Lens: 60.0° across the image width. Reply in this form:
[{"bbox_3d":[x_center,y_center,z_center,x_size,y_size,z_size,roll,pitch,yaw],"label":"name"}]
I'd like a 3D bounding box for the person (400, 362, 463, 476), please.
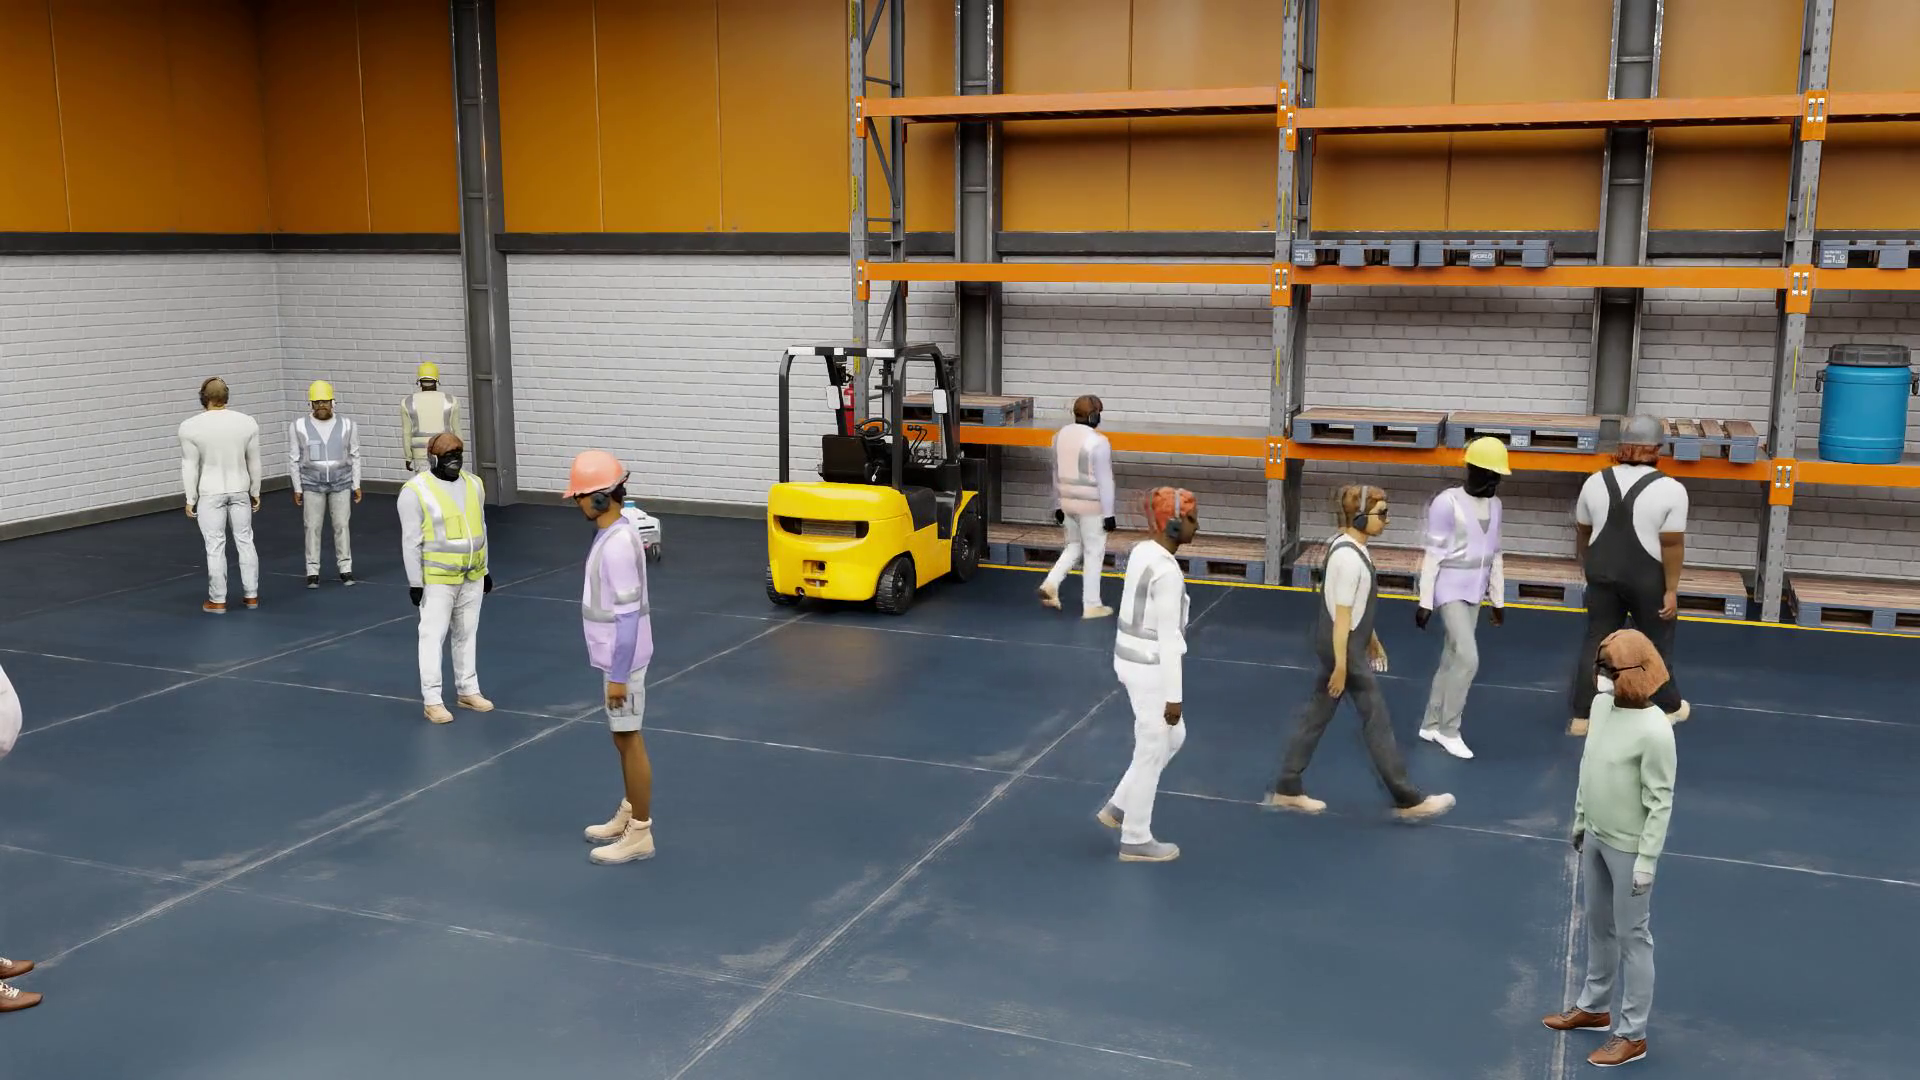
[{"bbox_3d":[-5.320,-0.881,16.806,0.590,1.833,0.404,-3,11,-18],"label":"person"}]

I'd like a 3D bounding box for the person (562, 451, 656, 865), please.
[{"bbox_3d":[-1.708,0.575,8.148,0.404,2.031,0.608,-2,10,-13],"label":"person"}]

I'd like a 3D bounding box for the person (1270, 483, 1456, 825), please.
[{"bbox_3d":[2.098,0.595,8.677,0.959,1.792,0.539,1,10,8],"label":"person"}]

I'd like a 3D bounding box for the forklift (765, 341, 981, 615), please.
[{"bbox_3d":[-0.739,-0.602,14.246,1.214,2.155,2.313,4,11,21],"label":"forklift"}]

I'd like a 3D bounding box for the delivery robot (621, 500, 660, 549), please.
[{"bbox_3d":[-3.165,-0.136,15.958,0.477,0.478,0.707,-7,13,-35],"label":"delivery robot"}]

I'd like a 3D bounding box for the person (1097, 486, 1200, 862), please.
[{"bbox_3d":[0.956,0.661,8.129,0.423,1.863,0.610,-1,10,-6],"label":"person"}]

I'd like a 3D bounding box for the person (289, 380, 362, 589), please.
[{"bbox_3d":[-5.573,-0.493,14.643,0.591,1.834,0.404,-5,11,-25],"label":"person"}]

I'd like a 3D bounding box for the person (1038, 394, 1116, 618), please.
[{"bbox_3d":[0.972,-0.258,13.355,0.539,1.826,0.634,-7,12,-35],"label":"person"}]

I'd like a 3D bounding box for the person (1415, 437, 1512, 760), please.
[{"bbox_3d":[3.016,0.338,9.827,0.615,1.893,0.637,-8,13,-37],"label":"person"}]

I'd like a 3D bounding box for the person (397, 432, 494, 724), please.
[{"bbox_3d":[-3.242,0.228,10.605,0.429,1.841,0.633,7,12,35],"label":"person"}]

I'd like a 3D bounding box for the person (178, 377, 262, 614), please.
[{"bbox_3d":[-6.047,-0.366,13.645,0.629,1.940,0.372,-9,14,-41],"label":"person"}]

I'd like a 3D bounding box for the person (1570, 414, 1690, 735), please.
[{"bbox_3d":[4.192,0.184,10.296,0.927,2.000,0.697,-9,13,-40],"label":"person"}]

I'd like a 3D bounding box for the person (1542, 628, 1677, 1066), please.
[{"bbox_3d":[2.435,1.128,6.176,0.285,1.632,0.498,-2,10,-10],"label":"person"}]

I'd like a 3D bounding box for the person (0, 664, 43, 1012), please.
[{"bbox_3d":[-3.931,0.914,6.589,0.408,1.913,0.644,-6,12,-31],"label":"person"}]
